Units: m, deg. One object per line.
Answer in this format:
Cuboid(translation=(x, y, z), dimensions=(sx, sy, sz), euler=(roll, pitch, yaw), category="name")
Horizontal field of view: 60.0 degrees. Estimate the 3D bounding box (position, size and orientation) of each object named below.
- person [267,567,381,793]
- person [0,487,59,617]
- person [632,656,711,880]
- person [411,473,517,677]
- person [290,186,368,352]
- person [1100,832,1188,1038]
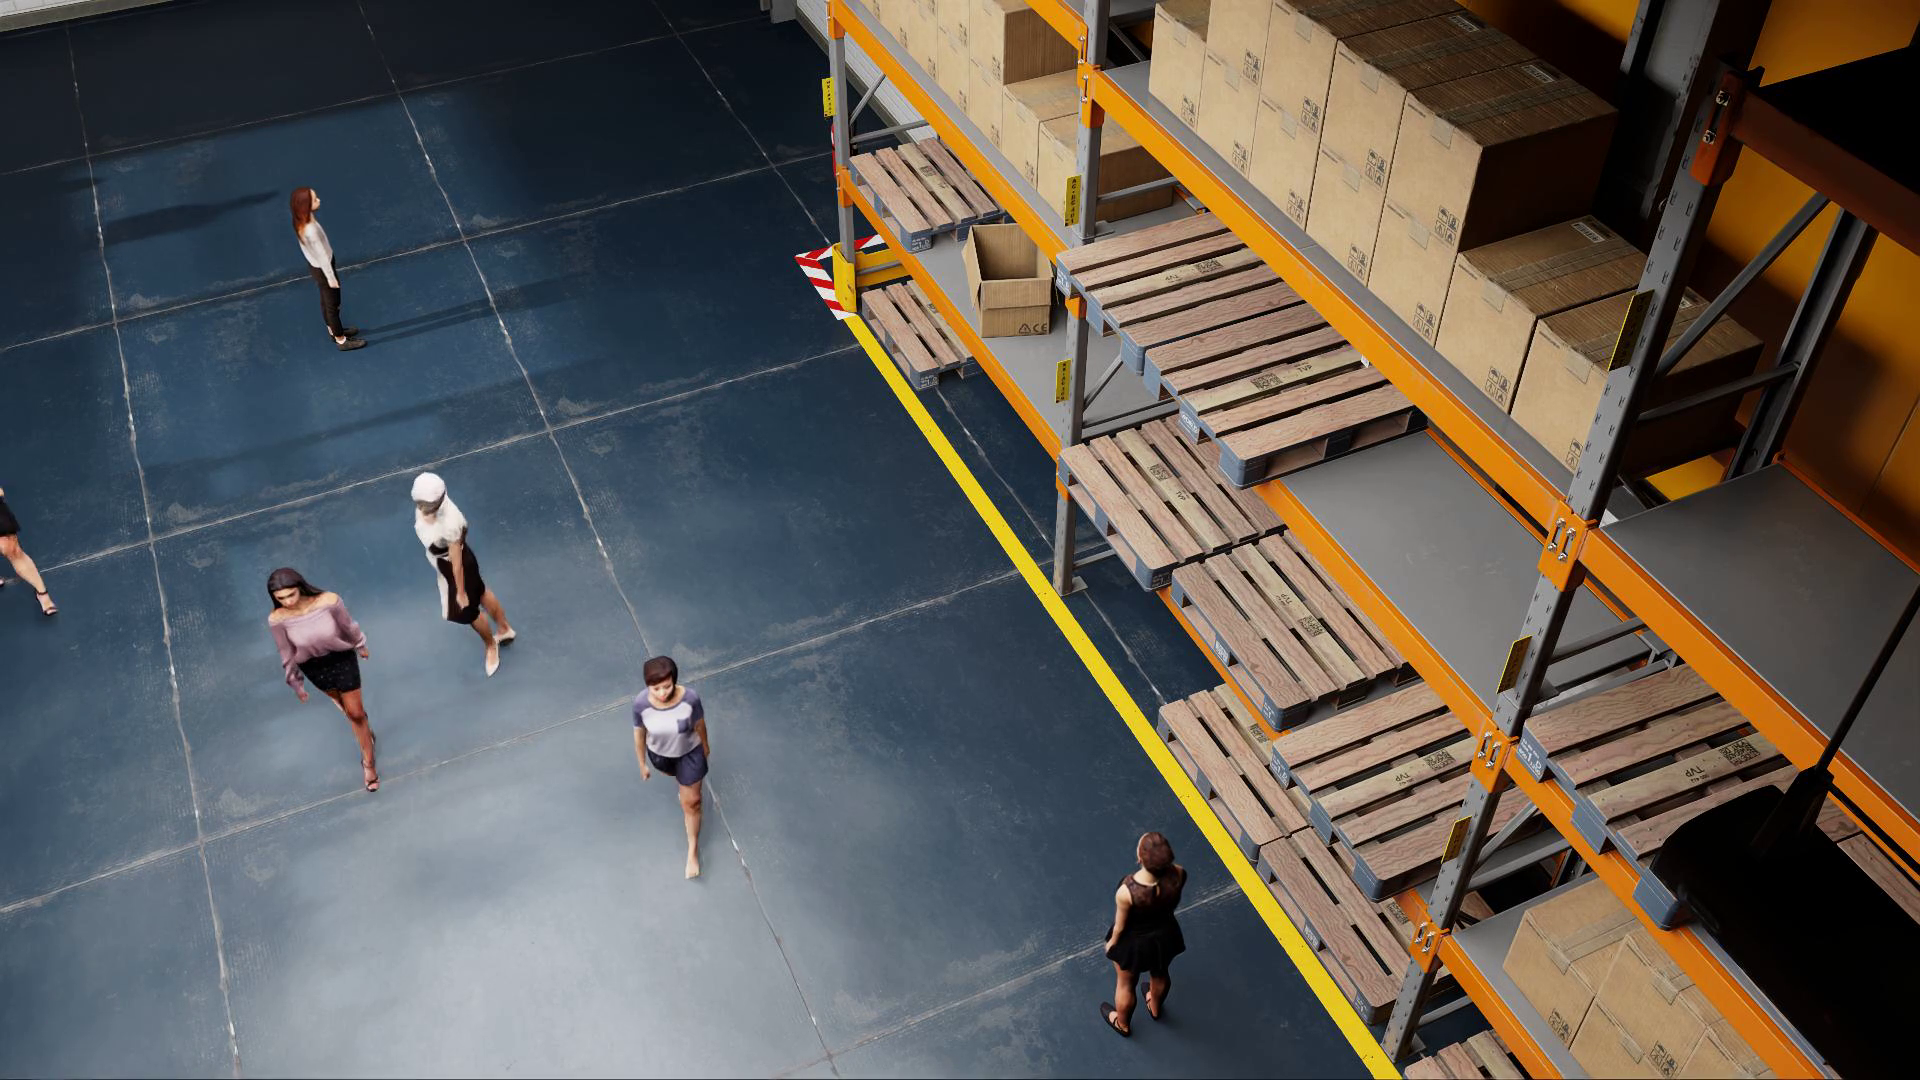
Cuboid(translation=(-3.887, 0.716, 10.255), dimensions=(0.695, 1.776, 0.883), euler=(-15, 46, -15), category="person")
Cuboid(translation=(-6.754, -0.198, 11.295), dimensions=(1.162, 1.665, 0.944), euler=(30, 51, 28), category="person")
Cuboid(translation=(-1.710, 1.200, 9.932), dimensions=(0.820, 1.521, 1.116), euler=(-3, 44, -4), category="person")
Cuboid(translation=(-3.244, 0.177, 10.861), dimensions=(0.750, 1.722, 0.601), euler=(-11, 45, -11), category="person")
Cuboid(translation=(-5.193, -2.212, 13.540), dimensions=(0.619, 1.484, 0.439), euler=(-23, 48, -22), category="person")
Cuboid(translation=(0.984, 2.100, 8.876), dimensions=(0.568, 1.675, 0.541), euler=(-18, 47, -18), category="person")
